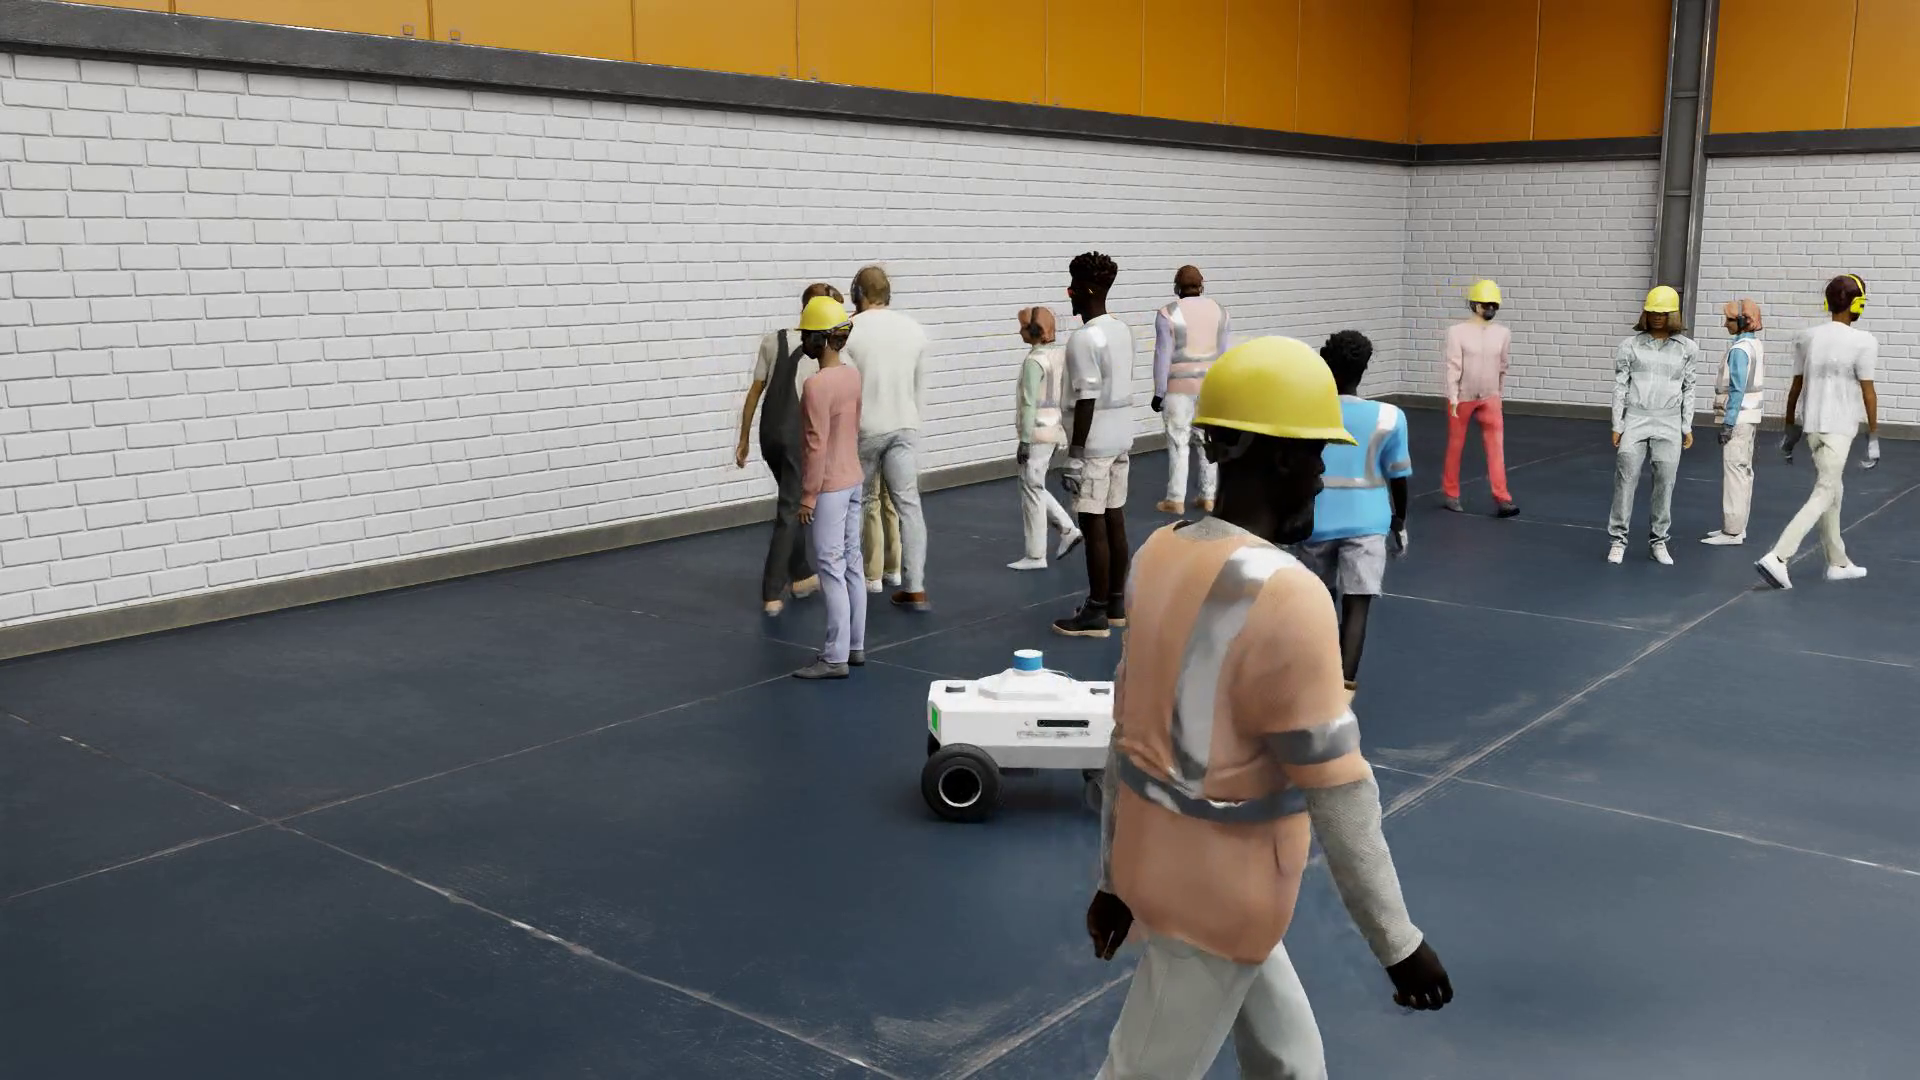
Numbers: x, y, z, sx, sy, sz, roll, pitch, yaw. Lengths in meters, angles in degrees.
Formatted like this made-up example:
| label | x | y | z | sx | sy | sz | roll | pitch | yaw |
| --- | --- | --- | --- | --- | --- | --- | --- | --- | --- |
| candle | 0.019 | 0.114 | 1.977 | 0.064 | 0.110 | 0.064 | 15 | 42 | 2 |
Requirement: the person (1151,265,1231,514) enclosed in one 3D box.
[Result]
| label | x | y | z | sx | sy | sz | roll | pitch | yaw |
| --- | --- | --- | --- | --- | --- | --- | --- | --- | --- |
| person | 1.689 | -1.112 | 12.353 | 0.625 | 1.840 | 0.430 | -5 | 11 | -24 |

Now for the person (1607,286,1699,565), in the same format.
| label | x | y | z | sx | sy | sz | roll | pitch | yaw |
| --- | --- | --- | --- | --- | --- | --- | --- | --- | --- |
| person | 4.320 | -0.705 | 10.368 | 0.492 | 1.741 | 0.318 | 2 | 10 | 10 |

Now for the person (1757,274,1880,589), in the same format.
| label | x | y | z | sx | sy | sz | roll | pitch | yaw |
| --- | --- | --- | --- | --- | --- | --- | --- | --- | --- |
| person | 5.044 | -0.630 | 9.704 | 0.924 | 1.838 | 0.539 | -5 | 11 | -24 |

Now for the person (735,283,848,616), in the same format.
| label | x | y | z | sx | sy | sz | roll | pitch | yaw |
| --- | --- | --- | --- | --- | --- | --- | --- | --- | --- |
| person | -0.869 | -0.506 | 9.141 | 0.597 | 1.787 | 0.759 | 6 | 12 | 31 |

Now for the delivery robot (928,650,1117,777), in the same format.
| label | x | y | z | sx | sy | sz | roll | pitch | yaw |
| --- | --- | --- | --- | --- | --- | --- | --- | --- | --- |
| delivery robot | 0.244 | 0.637 | 5.958 | 0.707 | 0.478 | 0.477 | 0 | 10 | 2 |

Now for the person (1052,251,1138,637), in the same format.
| label | x | y | z | sx | sy | sz | roll | pitch | yaw |
| --- | --- | --- | --- | --- | --- | --- | --- | --- | --- |
| person | 0.691 | -0.485 | 8.525 | 0.372 | 1.966 | 0.603 | 6 | 12 | 28 |

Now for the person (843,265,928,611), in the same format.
| label | x | y | z | sx | sy | sz | roll | pitch | yaw |
| --- | --- | --- | --- | --- | --- | --- | --- | --- | --- |
| person | -0.475 | -0.583 | 9.307 | 0.641 | 1.871 | 1.016 | -6 | 12 | -29 |

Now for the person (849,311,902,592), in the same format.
| label | x | y | z | sx | sy | sz | roll | pitch | yaw |
| --- | --- | --- | --- | --- | --- | --- | --- | --- | --- |
| person | -0.510 | -0.513 | 9.601 | 0.282 | 1.633 | 0.498 | 6 | 12 | 31 |

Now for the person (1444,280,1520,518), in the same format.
| label | x | y | z | sx | sy | sz | roll | pitch | yaw |
| --- | --- | --- | --- | --- | --- | --- | --- | --- | --- |
| person | 3.792 | -1.011 | 12.115 | 0.532 | 1.727 | 0.890 | -1 | 10 | -6 |

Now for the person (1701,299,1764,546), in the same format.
| label | x | y | z | sx | sy | sz | roll | pitch | yaw |
| --- | --- | --- | --- | --- | --- | --- | --- | --- | --- |
| person | 5.160 | -0.775 | 11.047 | 0.308 | 1.638 | 0.511 | 7 | 12 | 33 |

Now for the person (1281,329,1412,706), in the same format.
| label | x | y | z | sx | sy | sz | roll | pitch | yaw |
| --- | --- | --- | --- | --- | --- | --- | --- | --- | --- |
| person | 1.602 | -0.052 | 6.983 | 0.534 | 1.663 | 0.862 | 4 | 11 | 19 |

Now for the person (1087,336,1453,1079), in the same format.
| label | x | y | z | sx | sy | sz | roll | pitch | yaw |
| --- | --- | --- | --- | --- | --- | --- | --- | --- | --- |
| person | 0.438 | 0.588 | 2.876 | 1.030 | 1.869 | 0.594 | -2 | 10 | -9 |

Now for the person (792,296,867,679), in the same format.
| label | x | y | z | sx | sy | sz | roll | pitch | yaw |
| --- | --- | --- | --- | --- | --- | --- | --- | --- | --- |
| person | -0.613 | -0.236 | 7.701 | 0.312 | 1.768 | 0.522 | 3 | 11 | 17 |

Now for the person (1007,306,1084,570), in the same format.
| label | x | y | z | sx | sy | sz | roll | pitch | yaw |
| --- | --- | --- | --- | --- | --- | --- | --- | --- | --- |
| person | 0.484 | -0.610 | 10.168 | 0.386 | 1.629 | 0.519 | 3 | 11 | 14 |
